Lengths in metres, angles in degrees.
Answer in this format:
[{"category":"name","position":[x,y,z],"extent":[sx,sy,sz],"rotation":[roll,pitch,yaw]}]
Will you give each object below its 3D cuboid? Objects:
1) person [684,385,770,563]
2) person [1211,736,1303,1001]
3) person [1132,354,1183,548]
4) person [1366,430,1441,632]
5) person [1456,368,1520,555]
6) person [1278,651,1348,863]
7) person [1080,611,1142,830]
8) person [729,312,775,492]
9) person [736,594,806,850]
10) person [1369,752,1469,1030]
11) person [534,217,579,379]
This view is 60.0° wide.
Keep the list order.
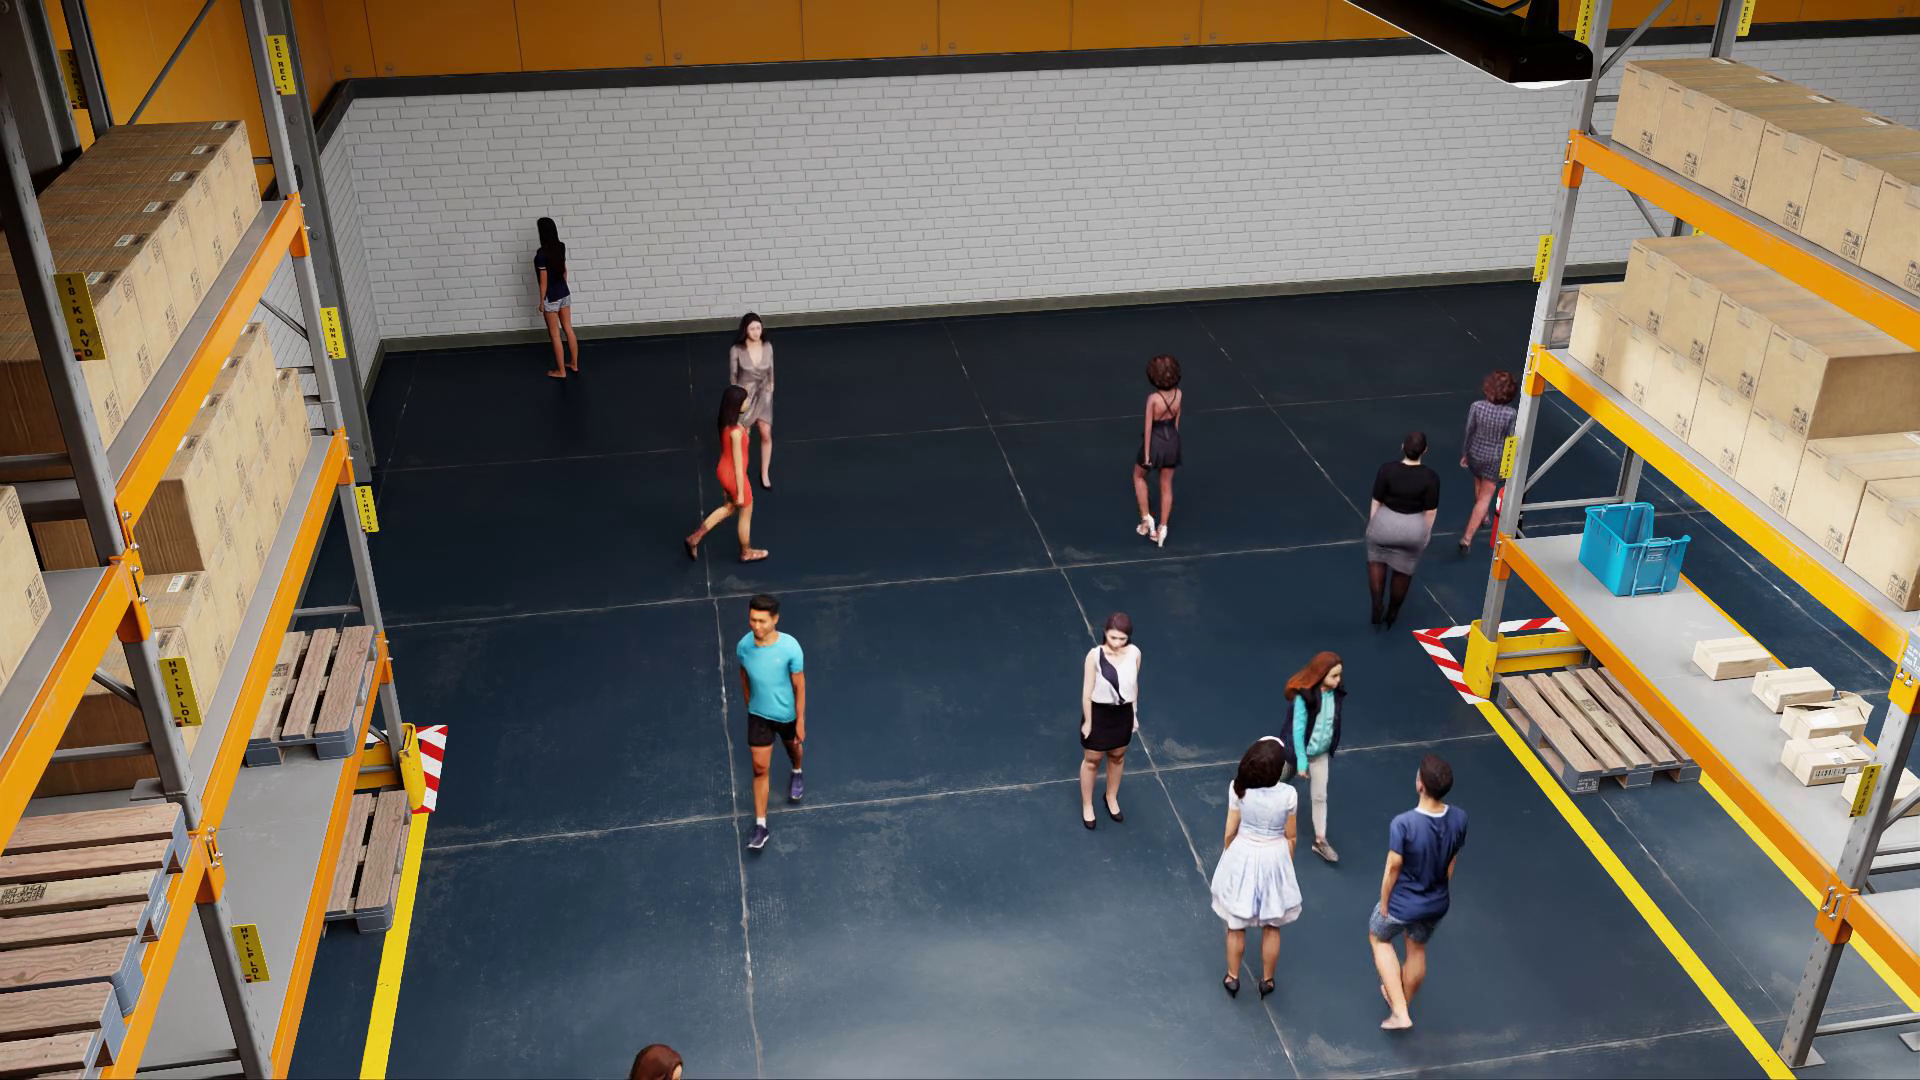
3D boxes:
[{"category":"person","position":[-1.995,-0.502,14.109],"extent":[0.867,1.702,0.995],"rotation":[-16,33,-27]},{"category":"person","position":[1.712,1.906,9.574],"extent":[0.815,1.818,0.850],"rotation":[6,29,11]},{"category":"person","position":[1.787,-0.737,14.464],"extent":[0.635,1.775,0.691],"rotation":[-13,31,-22]},{"category":"person","position":[3.468,-0.020,13.175],"extent":[0.840,1.750,0.894],"rotation":[9,30,16]},{"category":"person","position":[4.542,-0.634,14.398],"extent":[1.074,1.658,1.116],"rotation":[20,34,32]},{"category":"person","position":[2.233,1.345,10.973],"extent":[0.741,1.462,1.053],"rotation":[-13,31,-23]},{"category":"person","position":[0.991,1.185,11.070],"extent":[0.582,1.650,0.552],"rotation":[-9,30,-16]},{"category":"person","position":[-1.969,-1.329,15.603],"extent":[0.736,1.724,1.025],"rotation":[-12,31,-22]},{"category":"person","position":[-1.201,1.115,11.118],"extent":[0.913,1.727,1.234],"rotation":[5,29,9]},{"category":"person","position":[2.586,2.045,9.301],"extent":[0.606,1.835,0.731],"rotation":[-5,29,-8]},{"category":"person","position":[-4.361,-2.615,17.918],"extent":[0.720,1.766,0.646],"rotation":[16,32,27]}]
